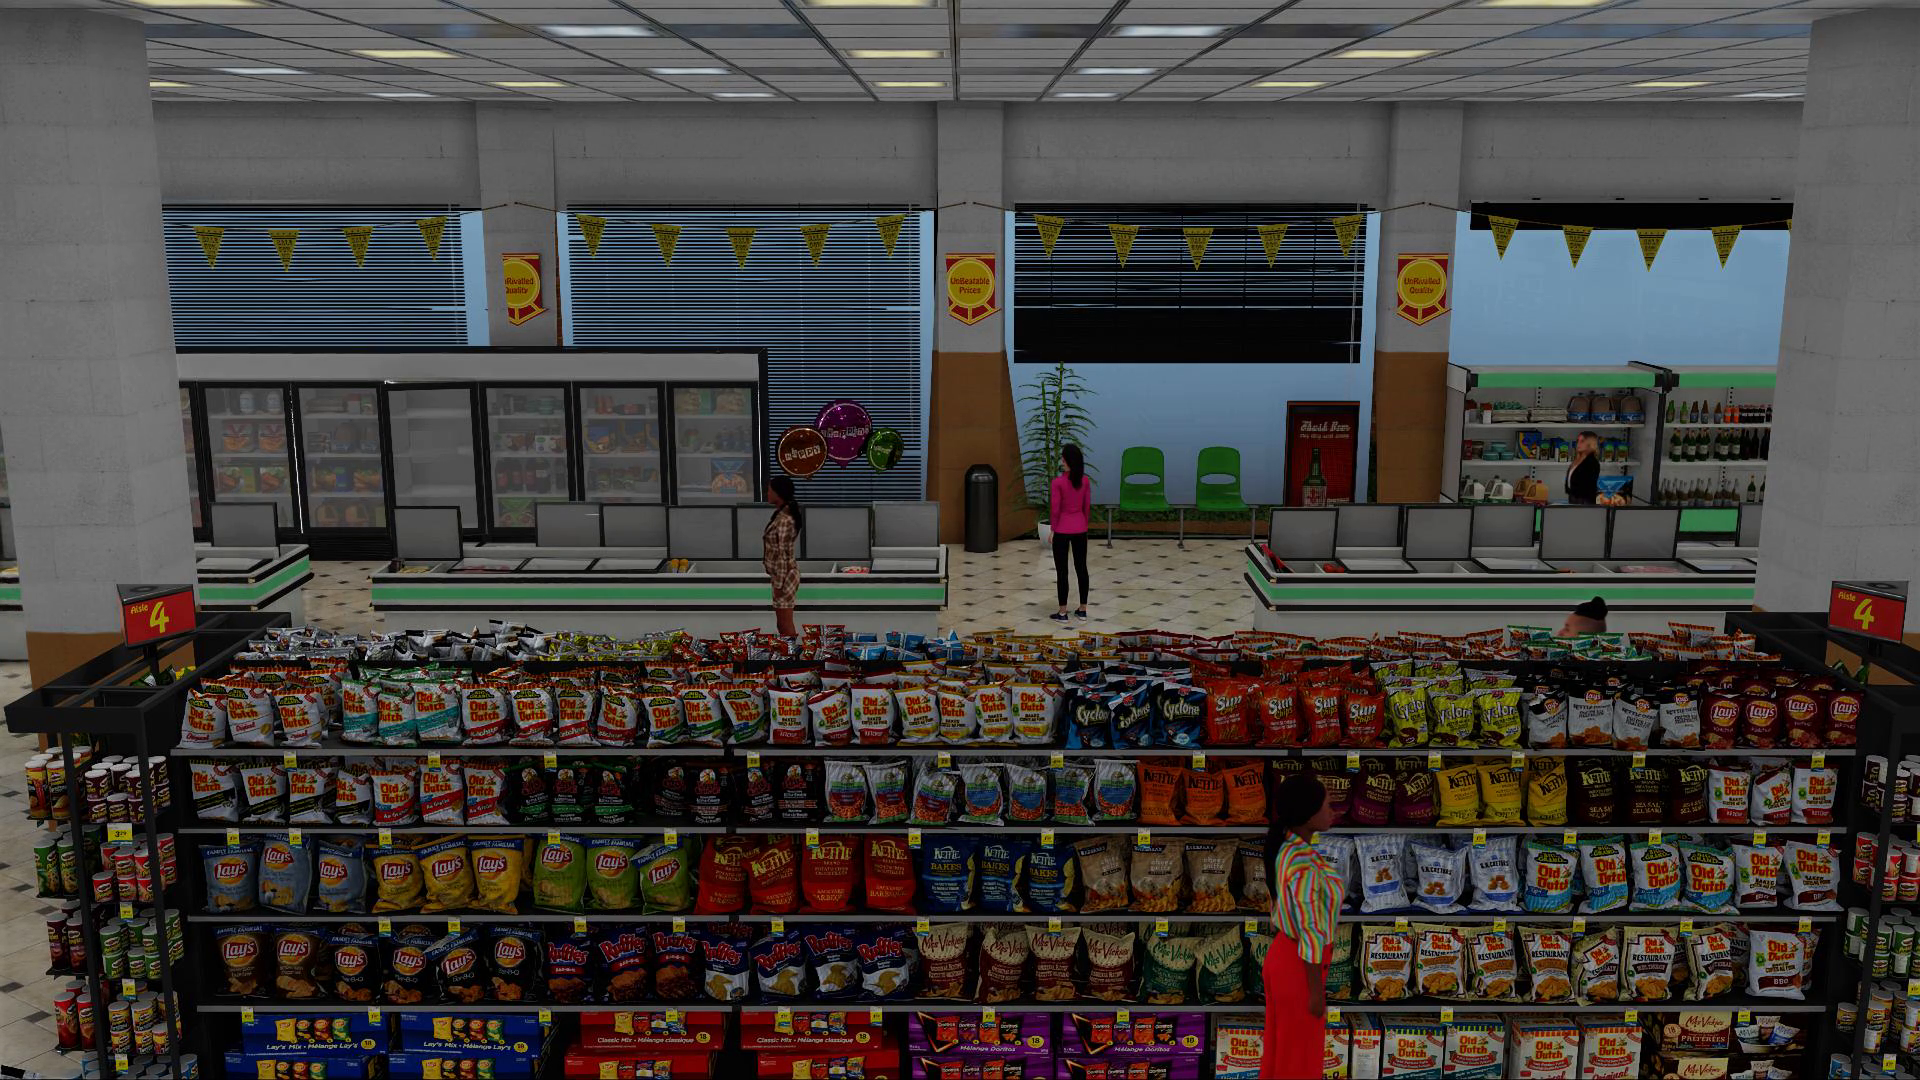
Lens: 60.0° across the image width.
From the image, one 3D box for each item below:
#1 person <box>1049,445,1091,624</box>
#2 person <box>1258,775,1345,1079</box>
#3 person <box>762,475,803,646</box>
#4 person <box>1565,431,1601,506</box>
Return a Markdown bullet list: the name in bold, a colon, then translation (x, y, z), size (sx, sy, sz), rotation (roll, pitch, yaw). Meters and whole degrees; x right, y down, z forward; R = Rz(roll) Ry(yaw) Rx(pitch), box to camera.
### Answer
- **person**: translation (1.051, -0.067, 15.779), size (0.642, 1.699, 0.736), rotation (-6, 13, -26)
- **person**: translation (1.346, 1.799, 6.689), size (0.566, 1.793, 0.623), rotation (-2, 12, -7)
- **person**: translation (-1.433, 0.348, 13.574), size (0.547, 1.795, 0.580), rotation (-1, 12, -3)
- **person**: translation (6.396, -0.272, 16.870), size (0.997, 1.650, 0.690), rotation (-2, 12, -9)
